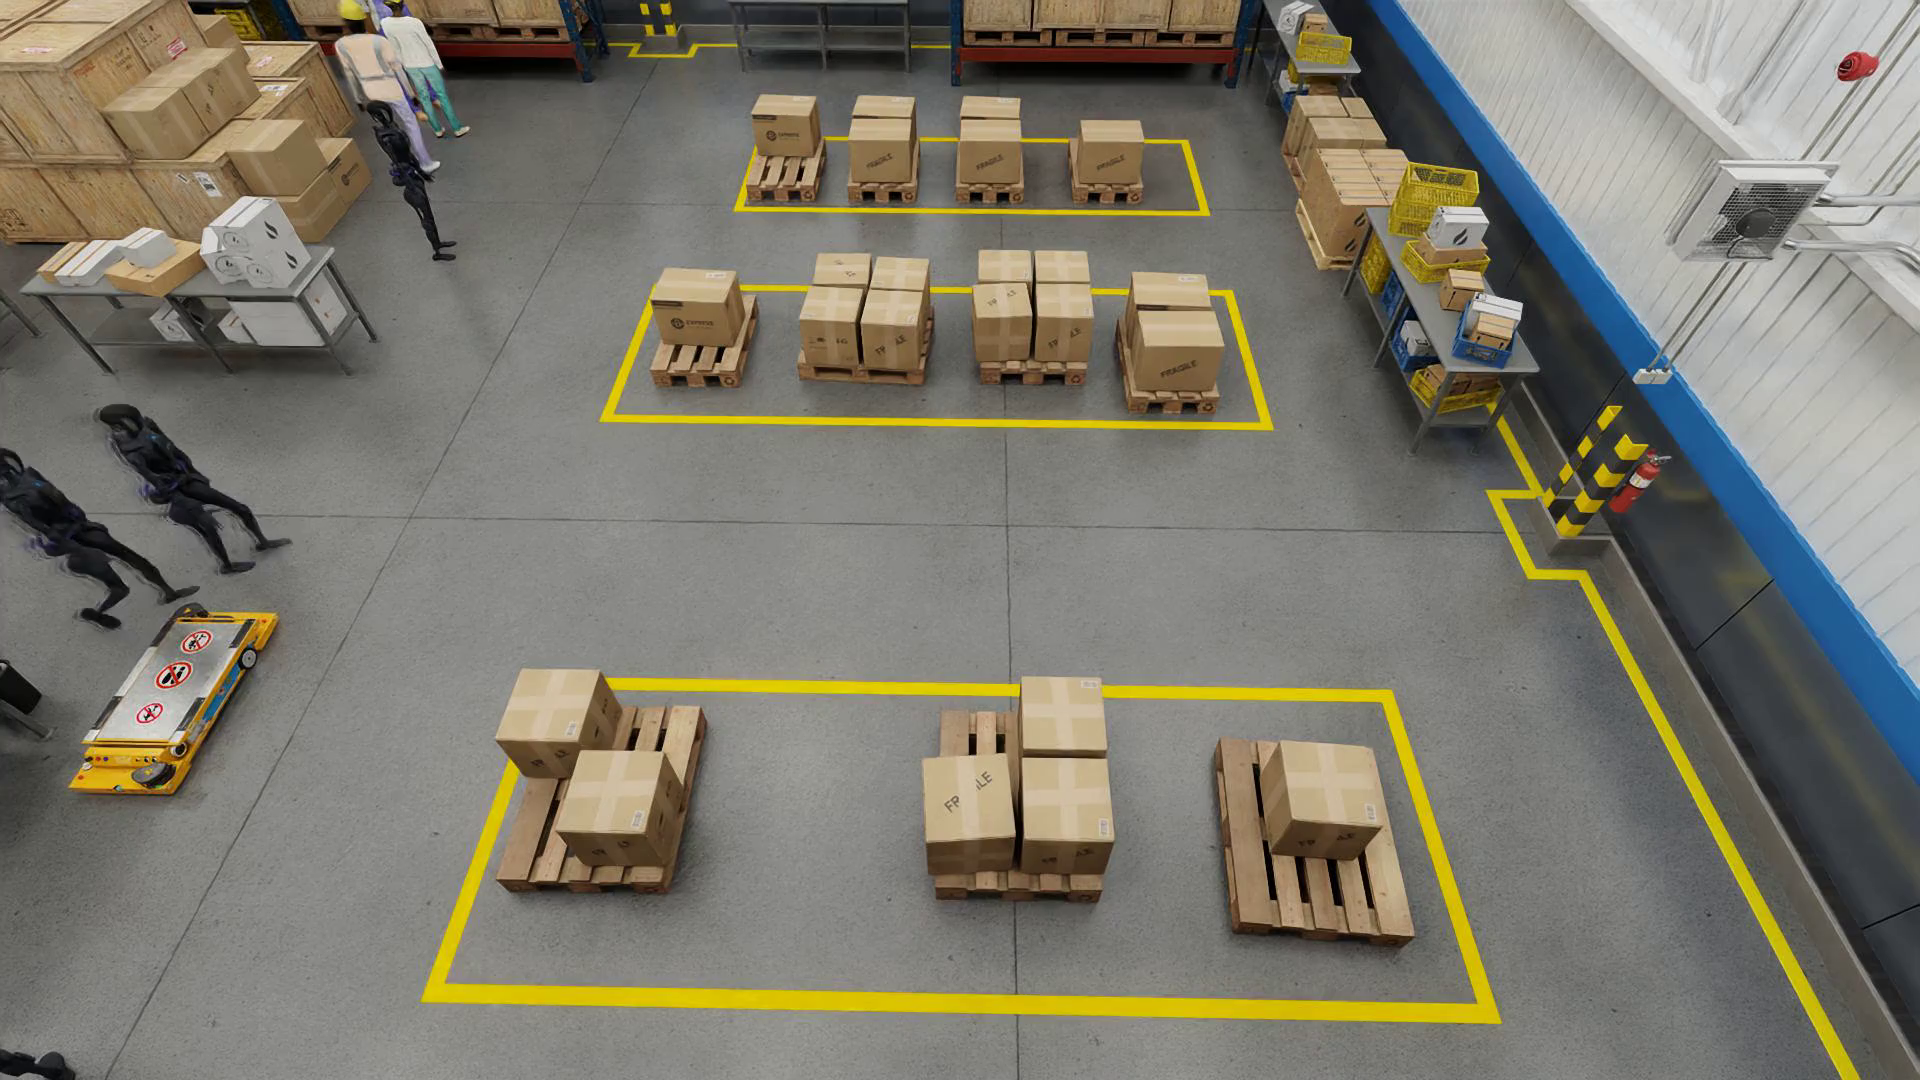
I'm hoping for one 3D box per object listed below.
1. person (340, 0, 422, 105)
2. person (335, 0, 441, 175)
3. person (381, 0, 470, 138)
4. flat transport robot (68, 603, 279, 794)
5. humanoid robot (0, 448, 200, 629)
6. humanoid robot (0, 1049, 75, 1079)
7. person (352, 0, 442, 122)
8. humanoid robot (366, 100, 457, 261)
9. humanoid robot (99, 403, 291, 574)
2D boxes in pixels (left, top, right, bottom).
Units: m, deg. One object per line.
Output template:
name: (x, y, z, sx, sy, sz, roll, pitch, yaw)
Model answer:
person: (-7.501, -6.555, 11.782, 0.373, 1.996, 0.619, 10, 51, 9)
person: (-6.740, -5.243, 10.730, 0.644, 1.912, 0.407, -11, 51, -9)
person: (-6.688, -5.902, 11.380, 0.523, 1.768, 0.306, -1, 50, -1)
flat transport robot: (-5.504, 1.072, 6.442, 0.652, 0.197, 1.431, 1, 50, 1)
humanoid robot: (-6.233, 0.032, 6.433, 0.592, 1.639, 0.598, -16, 52, -13)
humanoid robot: (-5.050, 2.479, 4.345, 0.316, 1.652, 0.579, 18, 52, 15)
person: (-7.161, -6.447, 11.663, 0.539, 2.000, 0.687, 16, 52, 13)
humanoid robot: (-5.734, -3.768, 9.623, 0.327, 1.658, 0.584, -13, 51, -11)
humanoid robot: (-5.642, -0.364, 6.754, 0.593, 1.640, 0.591, -12, 51, -10)
